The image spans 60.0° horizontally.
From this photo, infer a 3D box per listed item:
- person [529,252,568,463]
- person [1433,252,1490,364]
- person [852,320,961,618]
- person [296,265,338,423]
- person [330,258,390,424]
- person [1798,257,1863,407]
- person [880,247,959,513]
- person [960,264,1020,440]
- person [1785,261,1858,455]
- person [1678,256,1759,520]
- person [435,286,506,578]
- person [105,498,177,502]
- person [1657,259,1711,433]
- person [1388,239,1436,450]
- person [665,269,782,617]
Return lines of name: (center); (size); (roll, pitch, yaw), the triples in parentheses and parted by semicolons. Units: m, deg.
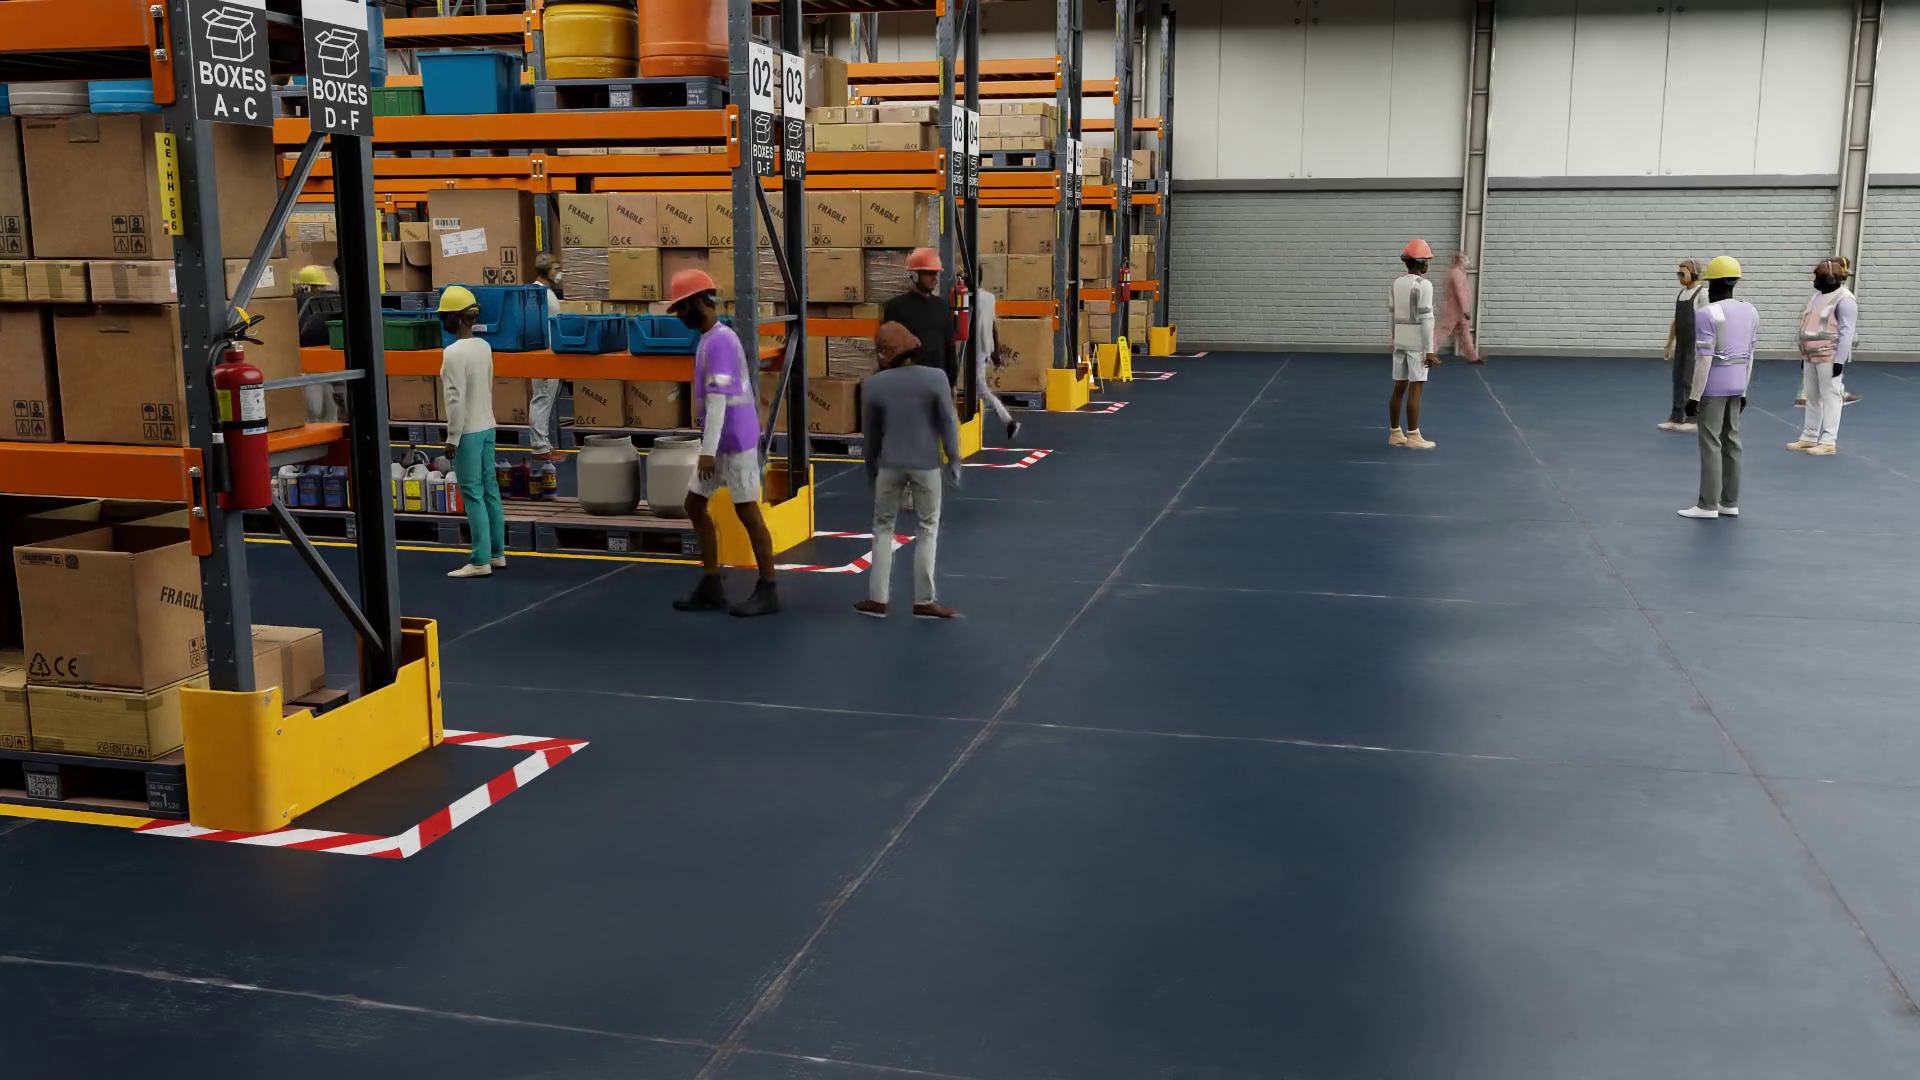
person: (-3.818, -1.670, 15.315); (0.378, 1.931, 0.624); (-2, 10, -8)
person: (8.169, -3.793, 27.295); (1.018, 1.854, 0.653); (3, 11, 15)
person: (-0.288, -0.367, 8.968); (0.597, 1.616, 0.325); (3, 11, 16)
person: (-5.823, -1.551, 14.934); (0.608, 1.816, 0.609); (2, 10, 11)
person: (-4.727, -1.264, 12.975); (0.673, 1.951, 0.627); (3, 11, 17)
person: (10.742, -2.525, 20.336); (0.927, 1.826, 0.511); (0, 10, 2)
person: (-0.280, -1.171, 12.372); (0.640, 1.980, 0.468); (-7, 13, -35)
person: (0.273, -1.898, 16.880); (0.850, 1.836, 0.546); (8, 13, 36)
person: (8.253, -1.734, 15.914); (0.430, 1.840, 0.619); (-1, 10, -3)
person: (5.552, -1.111, 12.206); (0.593, 1.925, 0.384); (-5, 12, -27)
person: (-2.998, -0.651, 10.105); (0.327, 1.767, 0.533); (2, 10, 8)
person: (-4.347, -0.450, 8.752); (0.609, 1.849, 0.577); (2, 10, 9)
person: (7.758, -2.069, 17.777); (0.411, 1.837, 0.556); (-2, 10, -11)
person: (4.434, -1.904, 16.267); (0.366, 2.048, 0.607); (-4, 11, -22)
person: (-1.300, -0.508, 8.989); (0.696, 1.876, 0.695); (-4, 11, -19)
